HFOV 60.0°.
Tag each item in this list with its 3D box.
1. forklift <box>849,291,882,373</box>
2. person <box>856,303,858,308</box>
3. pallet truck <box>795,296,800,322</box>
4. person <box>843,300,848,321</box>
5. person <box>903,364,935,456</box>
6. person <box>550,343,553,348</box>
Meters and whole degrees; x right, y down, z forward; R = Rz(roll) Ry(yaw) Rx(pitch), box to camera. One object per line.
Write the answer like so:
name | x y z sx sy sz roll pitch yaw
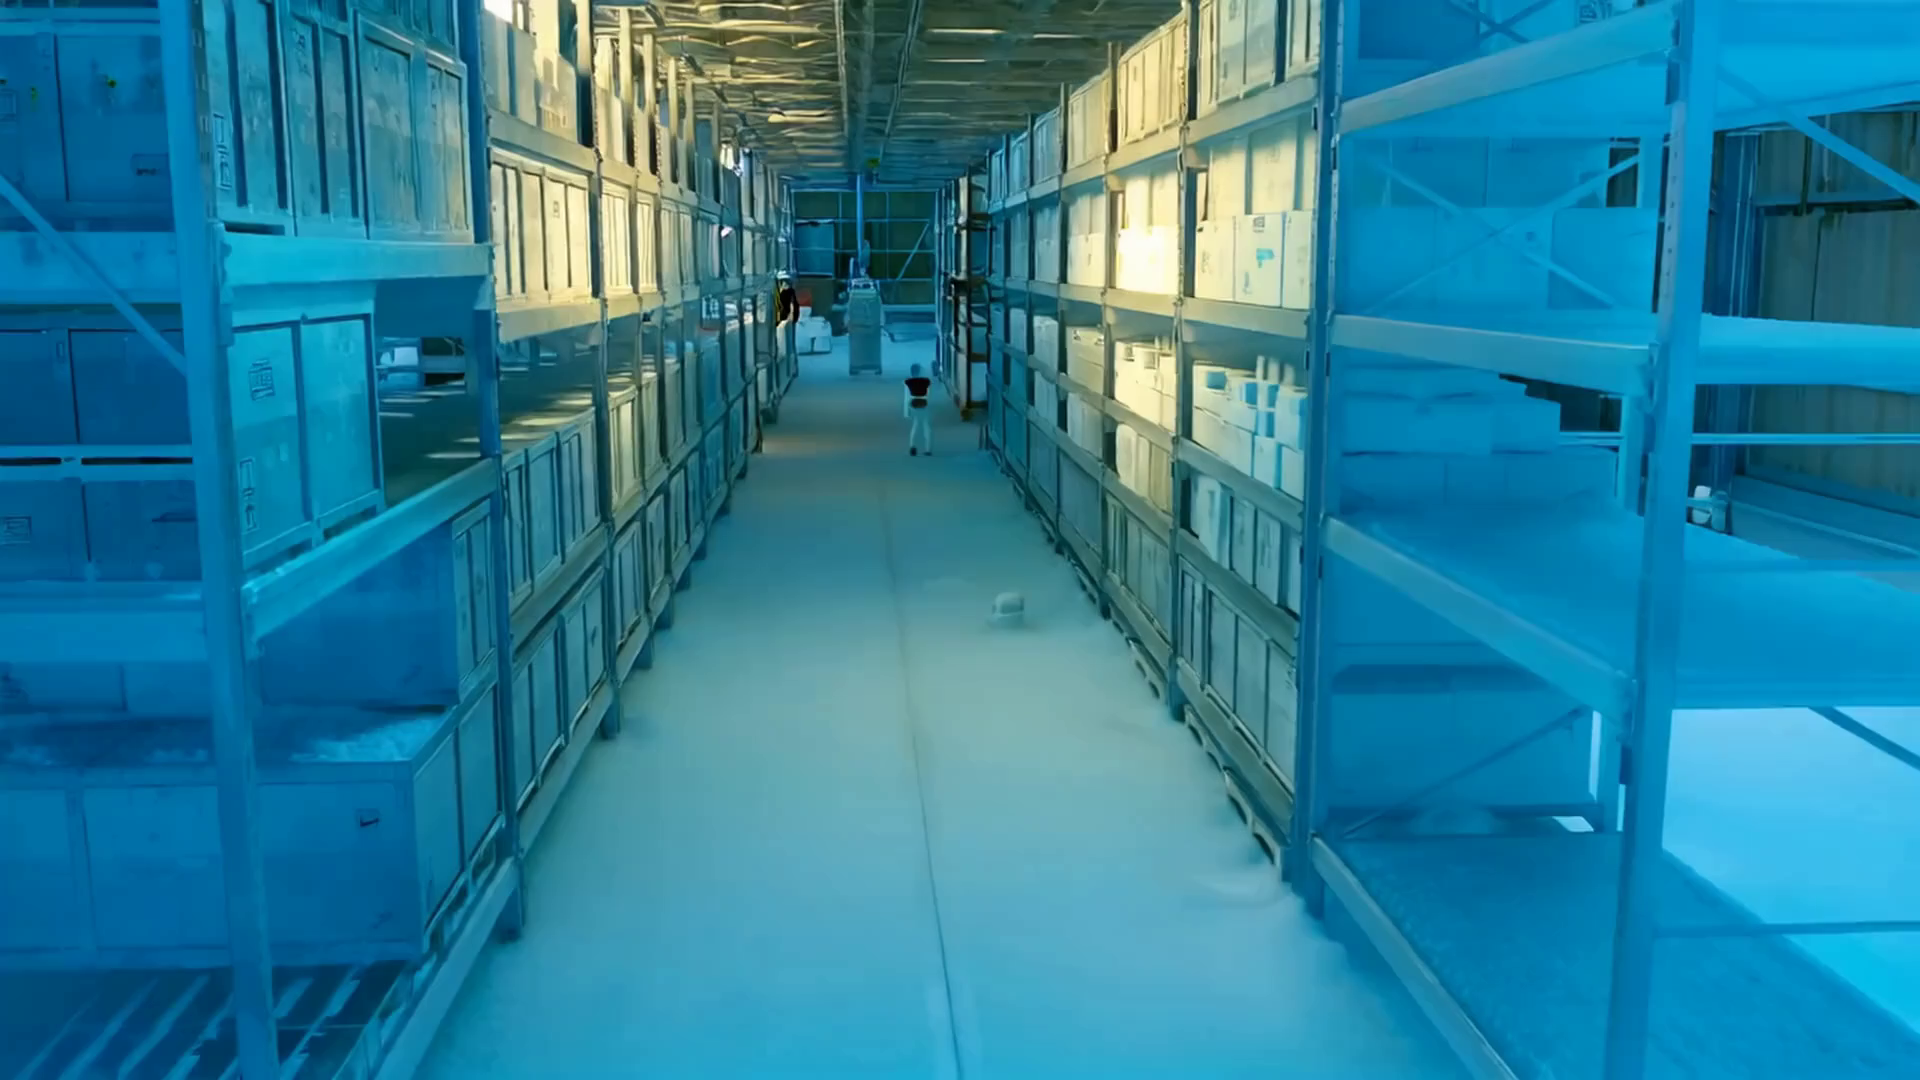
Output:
forklift | -3.313 -7.269 57.889 1.129 2.768 1.873 -1 10 -3
person | -5.486 -12.188 90.243 0.584 1.882 0.337 5 11 29
pallet truck | -8.622 -12.439 91.403 1.885 1.965 0.823 2 10 13
person | -6.521 -13.017 96.003 0.807 1.599 0.545 -1 10 -9
person | -0.815 -2.566 32.960 0.657 1.819 0.450 1 10 7
person | -10.812 -4.377 43.881 0.645 1.781 0.990 0 10 2
